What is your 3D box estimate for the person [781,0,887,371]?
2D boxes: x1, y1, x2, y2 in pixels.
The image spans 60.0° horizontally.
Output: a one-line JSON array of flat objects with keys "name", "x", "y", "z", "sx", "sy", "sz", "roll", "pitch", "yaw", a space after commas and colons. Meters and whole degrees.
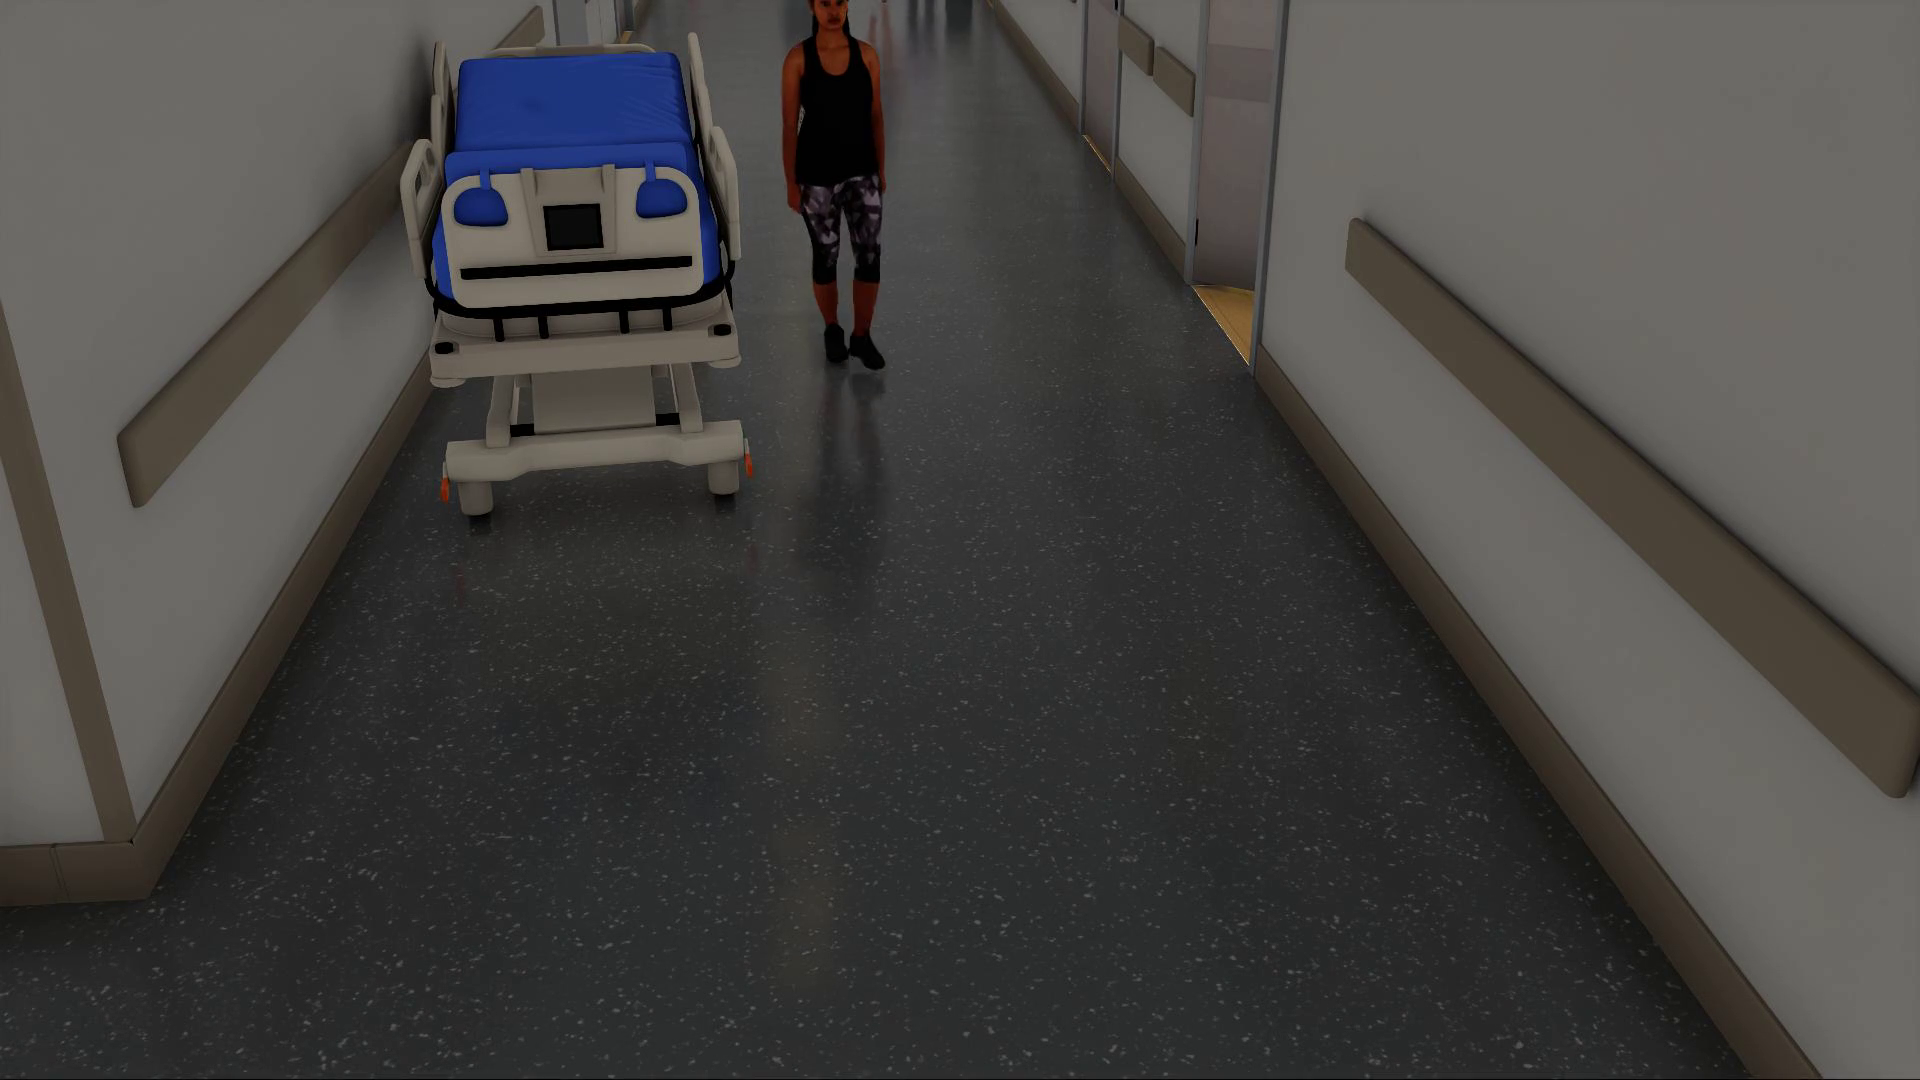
[{"name": "person", "x": -0.541, "y": -1.564, "z": 7.001, "sx": 0.715, "sy": 1.654, "sz": 0.765, "roll": -9, "pitch": 27, "yaw": -17}]
